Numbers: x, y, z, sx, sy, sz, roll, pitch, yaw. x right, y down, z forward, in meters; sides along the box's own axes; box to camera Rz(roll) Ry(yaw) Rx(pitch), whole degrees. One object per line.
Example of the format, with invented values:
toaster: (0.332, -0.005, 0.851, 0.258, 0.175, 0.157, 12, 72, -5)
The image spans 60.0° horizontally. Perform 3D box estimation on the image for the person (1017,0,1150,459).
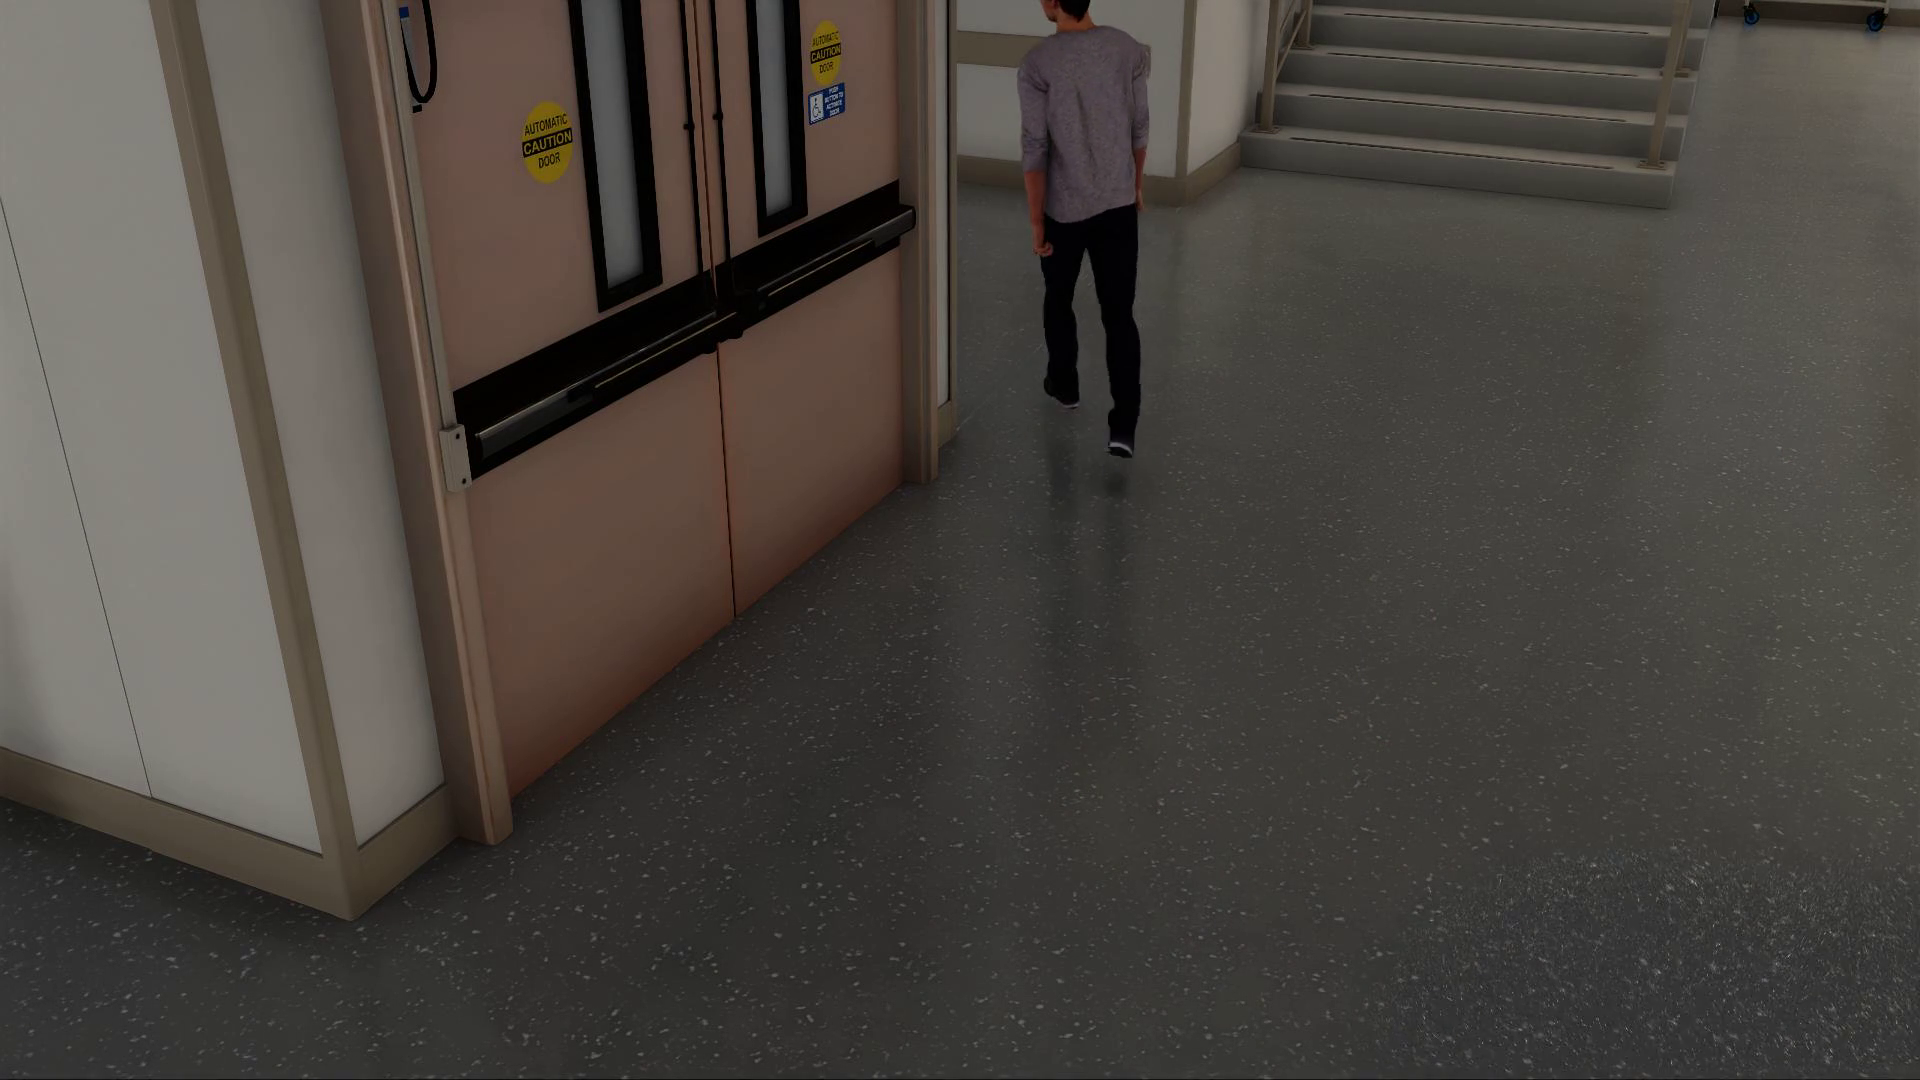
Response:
person: (0.493, -1.157, 6.046, 1.114, 1.787, 1.316, -3, 26, -5)
